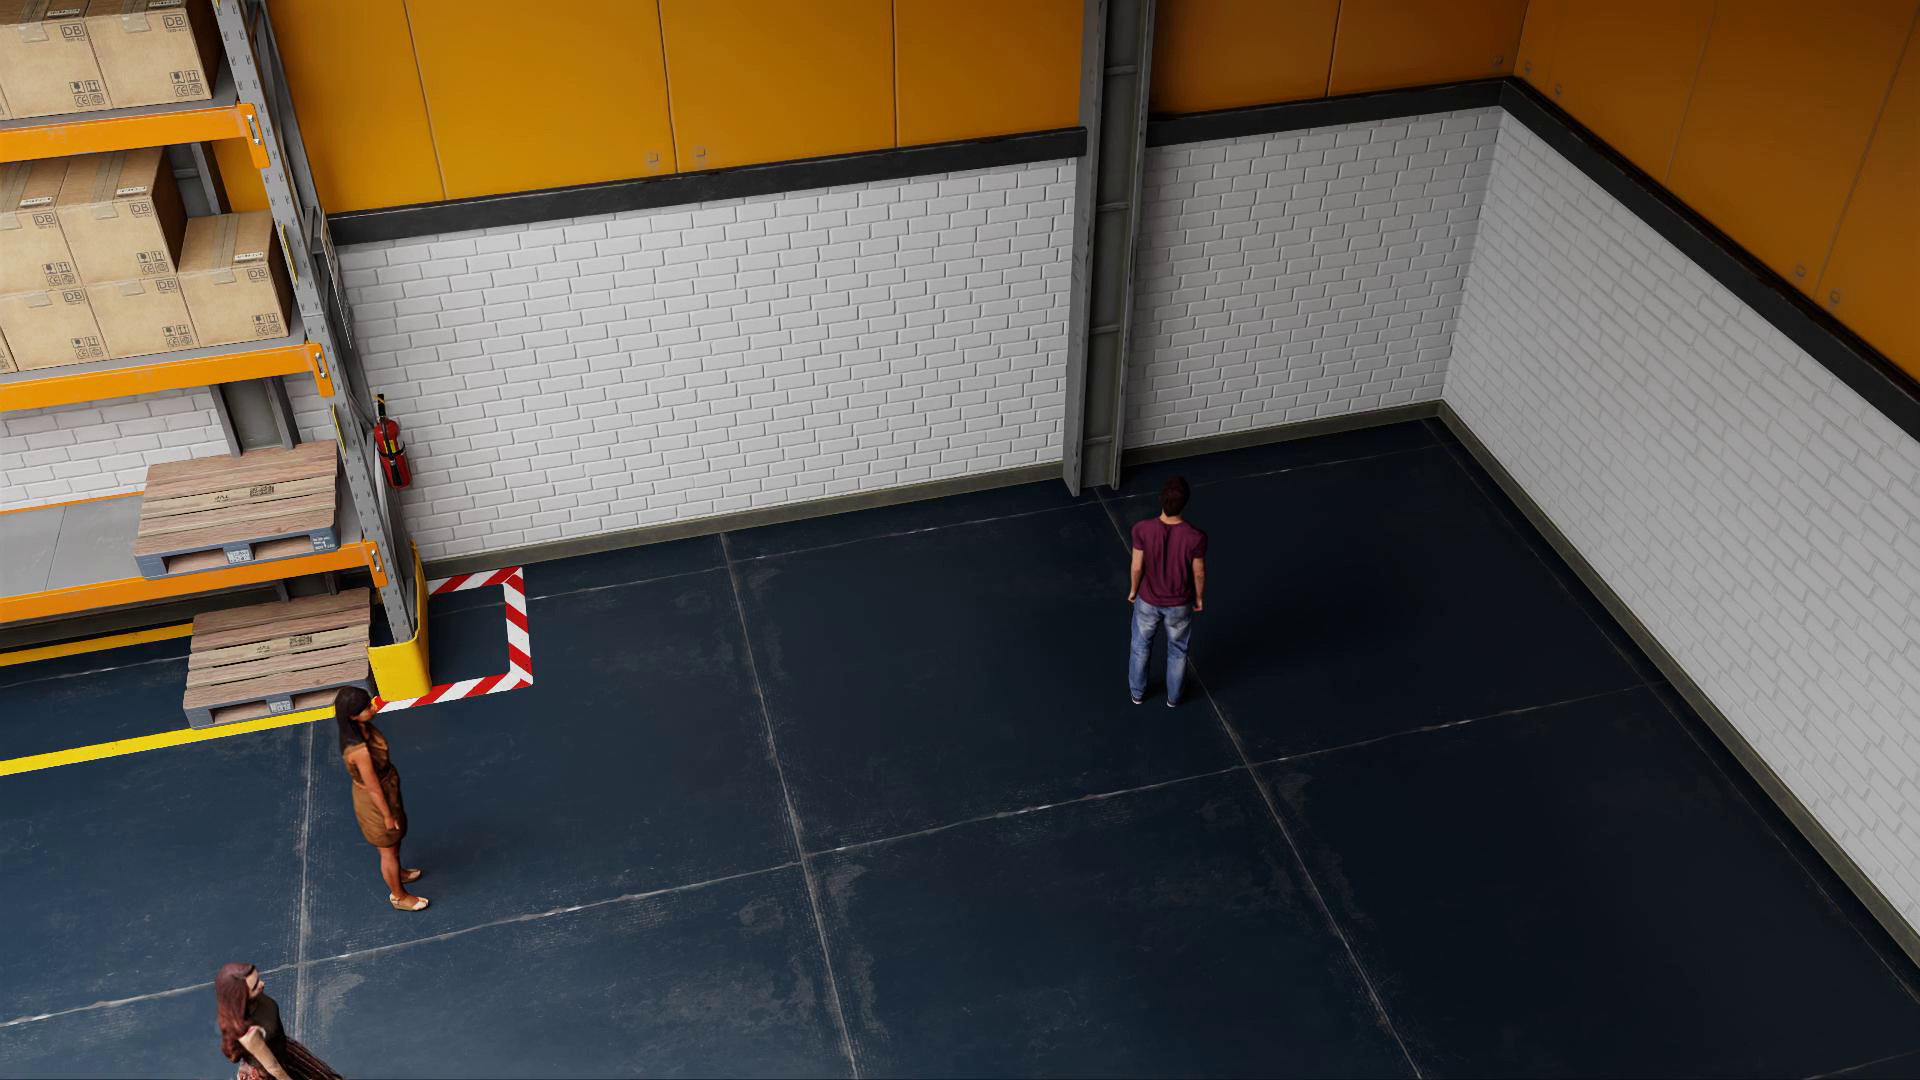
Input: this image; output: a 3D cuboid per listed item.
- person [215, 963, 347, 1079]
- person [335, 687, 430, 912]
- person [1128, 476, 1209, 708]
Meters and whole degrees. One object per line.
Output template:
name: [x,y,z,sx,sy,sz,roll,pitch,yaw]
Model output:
person: [-3.544,2.658,8.324,0.958,1.529,0.559,-8,39,-10]
person: [-3.376,1.494,9.655,0.546,1.687,0.594,-15,41,-18]
person: [1.354,0.354,10.948,0.666,1.855,0.801,8,39,9]
